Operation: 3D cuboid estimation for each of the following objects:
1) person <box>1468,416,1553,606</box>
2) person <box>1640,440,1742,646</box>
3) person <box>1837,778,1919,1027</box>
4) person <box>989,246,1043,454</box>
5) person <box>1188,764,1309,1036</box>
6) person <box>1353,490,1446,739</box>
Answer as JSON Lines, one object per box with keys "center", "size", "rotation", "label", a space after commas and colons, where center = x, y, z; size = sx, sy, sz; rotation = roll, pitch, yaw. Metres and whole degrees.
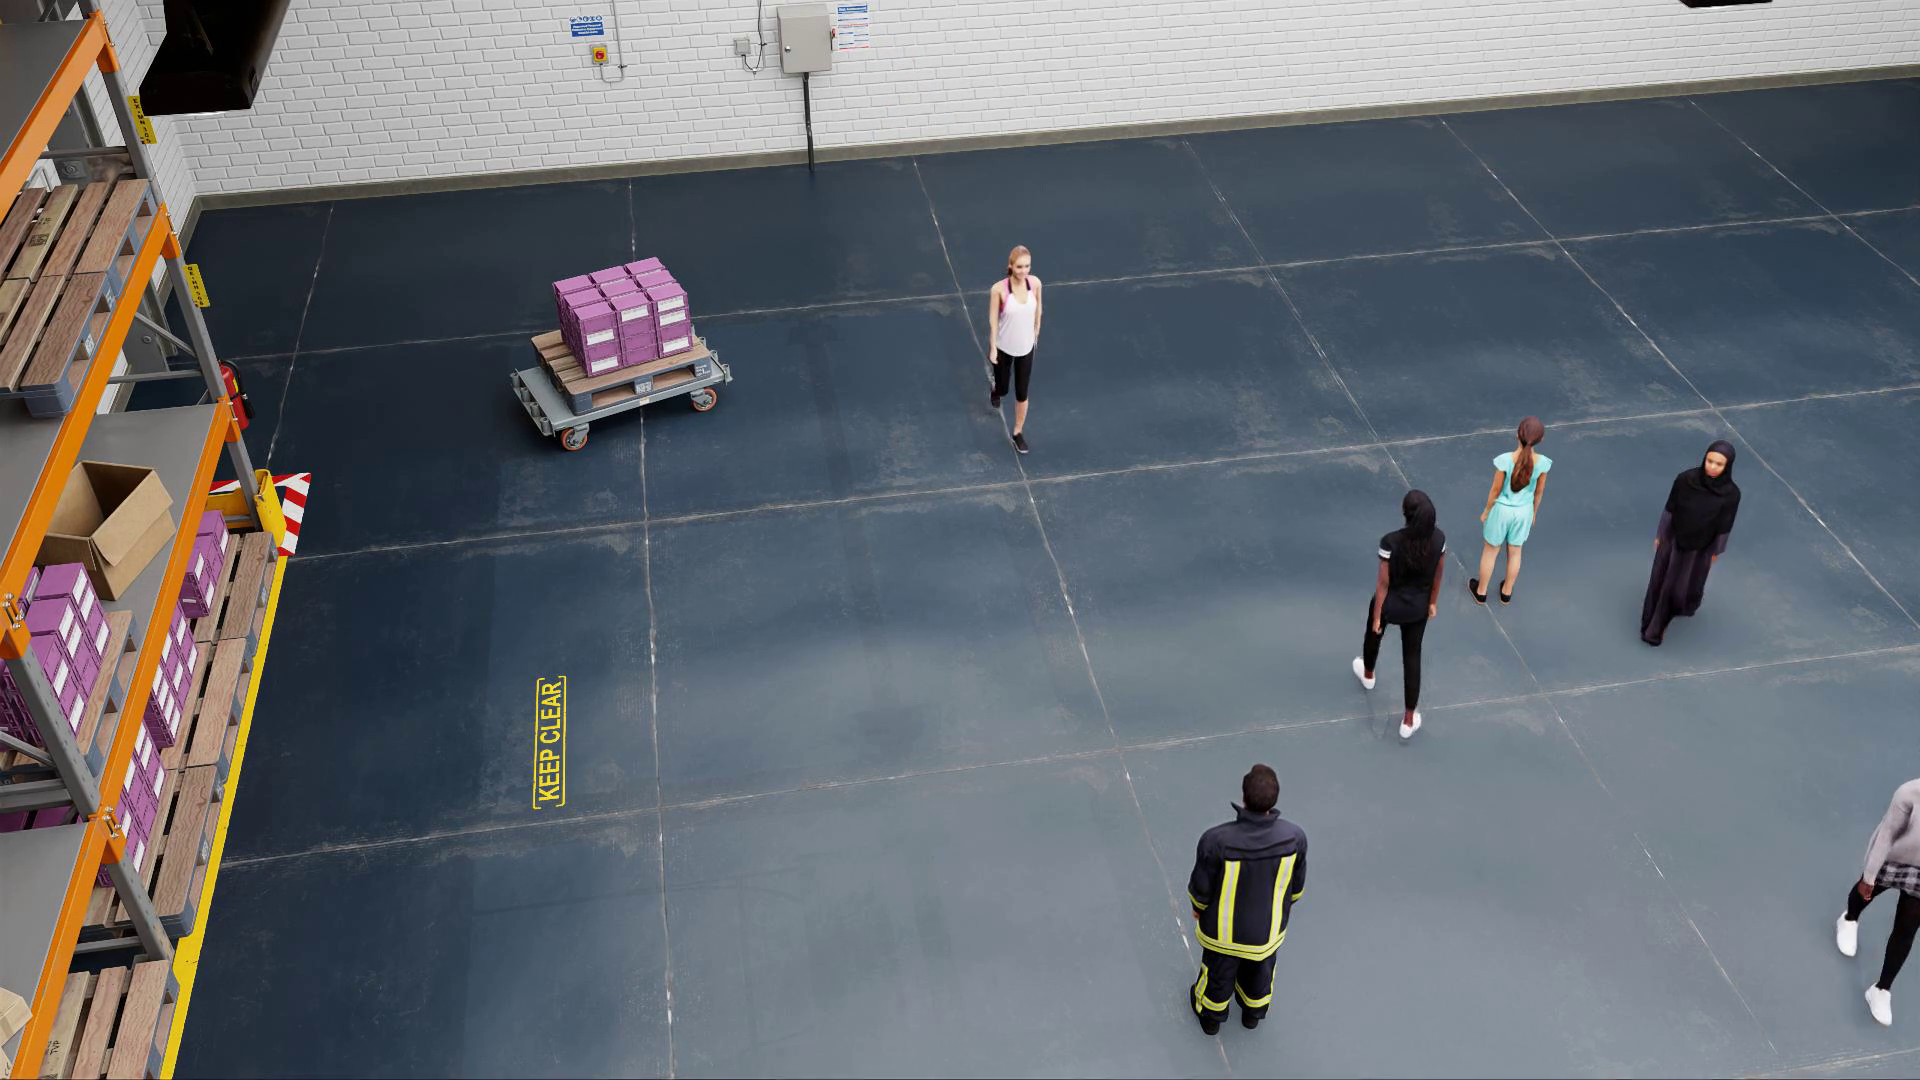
{"center": [3.873, -0.206, 11.699], "size": [0.600, 1.558, 0.598], "rotation": [3, 39, 3], "label": "person"}
{"center": [5.031, -0.022, 11.431], "size": [0.867, 1.605, 0.928], "rotation": [23, 44, 26], "label": "person"}
{"center": [5.188, 1.710, 9.153], "size": [0.952, 1.741, 1.140], "rotation": [13, 40, 15], "label": "person"}
{"center": [0.398, -1.575, 13.242], "size": [0.665, 1.771, 0.961], "rotation": [-10, 40, -13], "label": "person"}
{"center": [1.497, 1.918, 8.743], "size": [0.797, 1.927, 0.679], "rotation": [-3, 39, -4], "label": "person"}
{"center": [2.871, 0.494, 10.722], "size": [0.672, 1.684, 1.037], "rotation": [-3, 39, -3], "label": "person"}
